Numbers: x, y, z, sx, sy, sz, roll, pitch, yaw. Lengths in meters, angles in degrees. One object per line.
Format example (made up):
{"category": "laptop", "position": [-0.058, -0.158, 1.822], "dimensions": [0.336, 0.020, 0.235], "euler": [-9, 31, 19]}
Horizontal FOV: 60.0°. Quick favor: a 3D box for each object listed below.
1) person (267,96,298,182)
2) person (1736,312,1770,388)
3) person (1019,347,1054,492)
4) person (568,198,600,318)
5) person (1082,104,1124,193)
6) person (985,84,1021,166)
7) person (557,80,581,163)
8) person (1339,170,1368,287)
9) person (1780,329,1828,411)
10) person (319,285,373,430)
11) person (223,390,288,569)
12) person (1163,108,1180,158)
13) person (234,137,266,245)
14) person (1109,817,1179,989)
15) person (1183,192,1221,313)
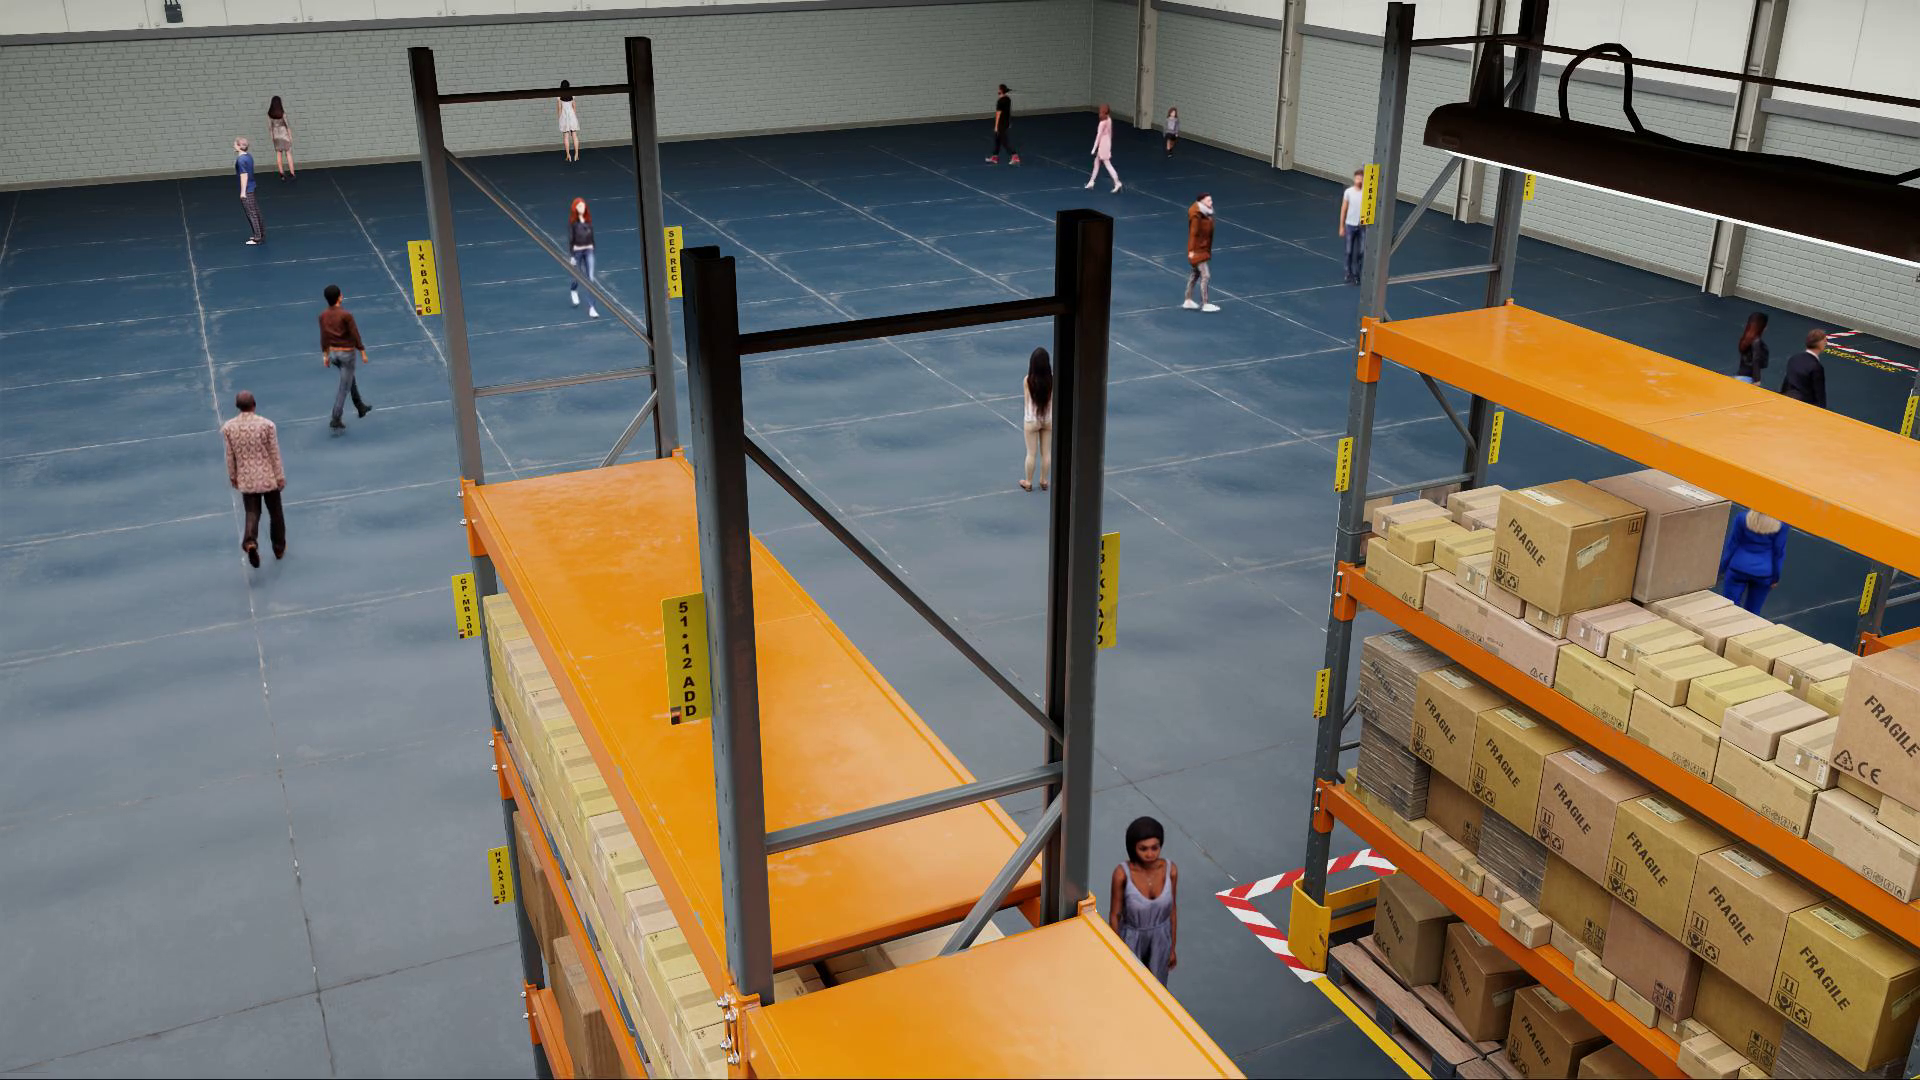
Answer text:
{"category": "person", "position": [-14.331, -8.480, 35.124], "dimensions": [0.664, 1.740, 0.651], "euler": [0, 23, 0]}
{"category": "person", "position": [9.344, -1.902, 19.815], "dimensions": [1.019, 1.616, 0.997], "euler": [4, 23, 10]}
{"category": "person", "position": [0.885, -1.322, 18.403], "dimensions": [0.632, 1.653, 0.569], "euler": [-10, 25, -23]}
{"category": "person", "position": [-5.768, -4.300, 25.260], "dimensions": [0.643, 1.768, 1.119], "euler": [-14, 27, -29]}
{"category": "person", "position": [3.012, -7.913, 33.774], "dimensions": [1.178, 1.753, 1.076], "euler": [10, 25, 23]}
{"category": "person", "position": [1.008, -9.137, 36.678], "dimensions": [1.197, 1.733, 1.079], "euler": [11, 25, 23]}
{"category": "person", "position": [-8.763, -9.387, 37.215], "dimensions": [0.629, 1.775, 0.609], "euler": [-10, 25, -23]}
{"category": "person", "position": [6.417, -5.092, 27.027], "dimensions": [0.952, 1.842, 1.083], "euler": [3, 23, 7]}
{"category": "person", "position": [9.262, -1.450, 18.539], "dimensions": [0.995, 1.783, 1.069], "euler": [-1, 23, -2]}
{"category": "person", "position": [-7.588, -2.195, 20.346], "dimensions": [1.138, 1.739, 1.226], "euler": [7, 24, 16]}
{"category": "person", "position": [-6.963, -0.576, 16.483], "dimensions": [0.849, 1.784, 1.065], "euler": [-3, 23, -8]}
{"category": "person", "position": [4.797, -9.297, 37.884], "dimensions": [0.667, 1.084, 0.866], "euler": [-1, 23, -1]}
{"category": "person", "position": [-12.711, -6.250, 29.712], "dimensions": [0.786, 1.872, 0.613], "euler": [-2, 23, -5]}
{"category": "person", "position": [1.057, 2.360, 9.692], "dimensions": [0.621, 1.695, 0.570], "euler": [-5, 24, -12]}
{"category": "person", "position": [3.580, -4.406, 25.446], "dimensions": [1.032, 1.817, 0.970], "euler": [9, 25, 19]}
